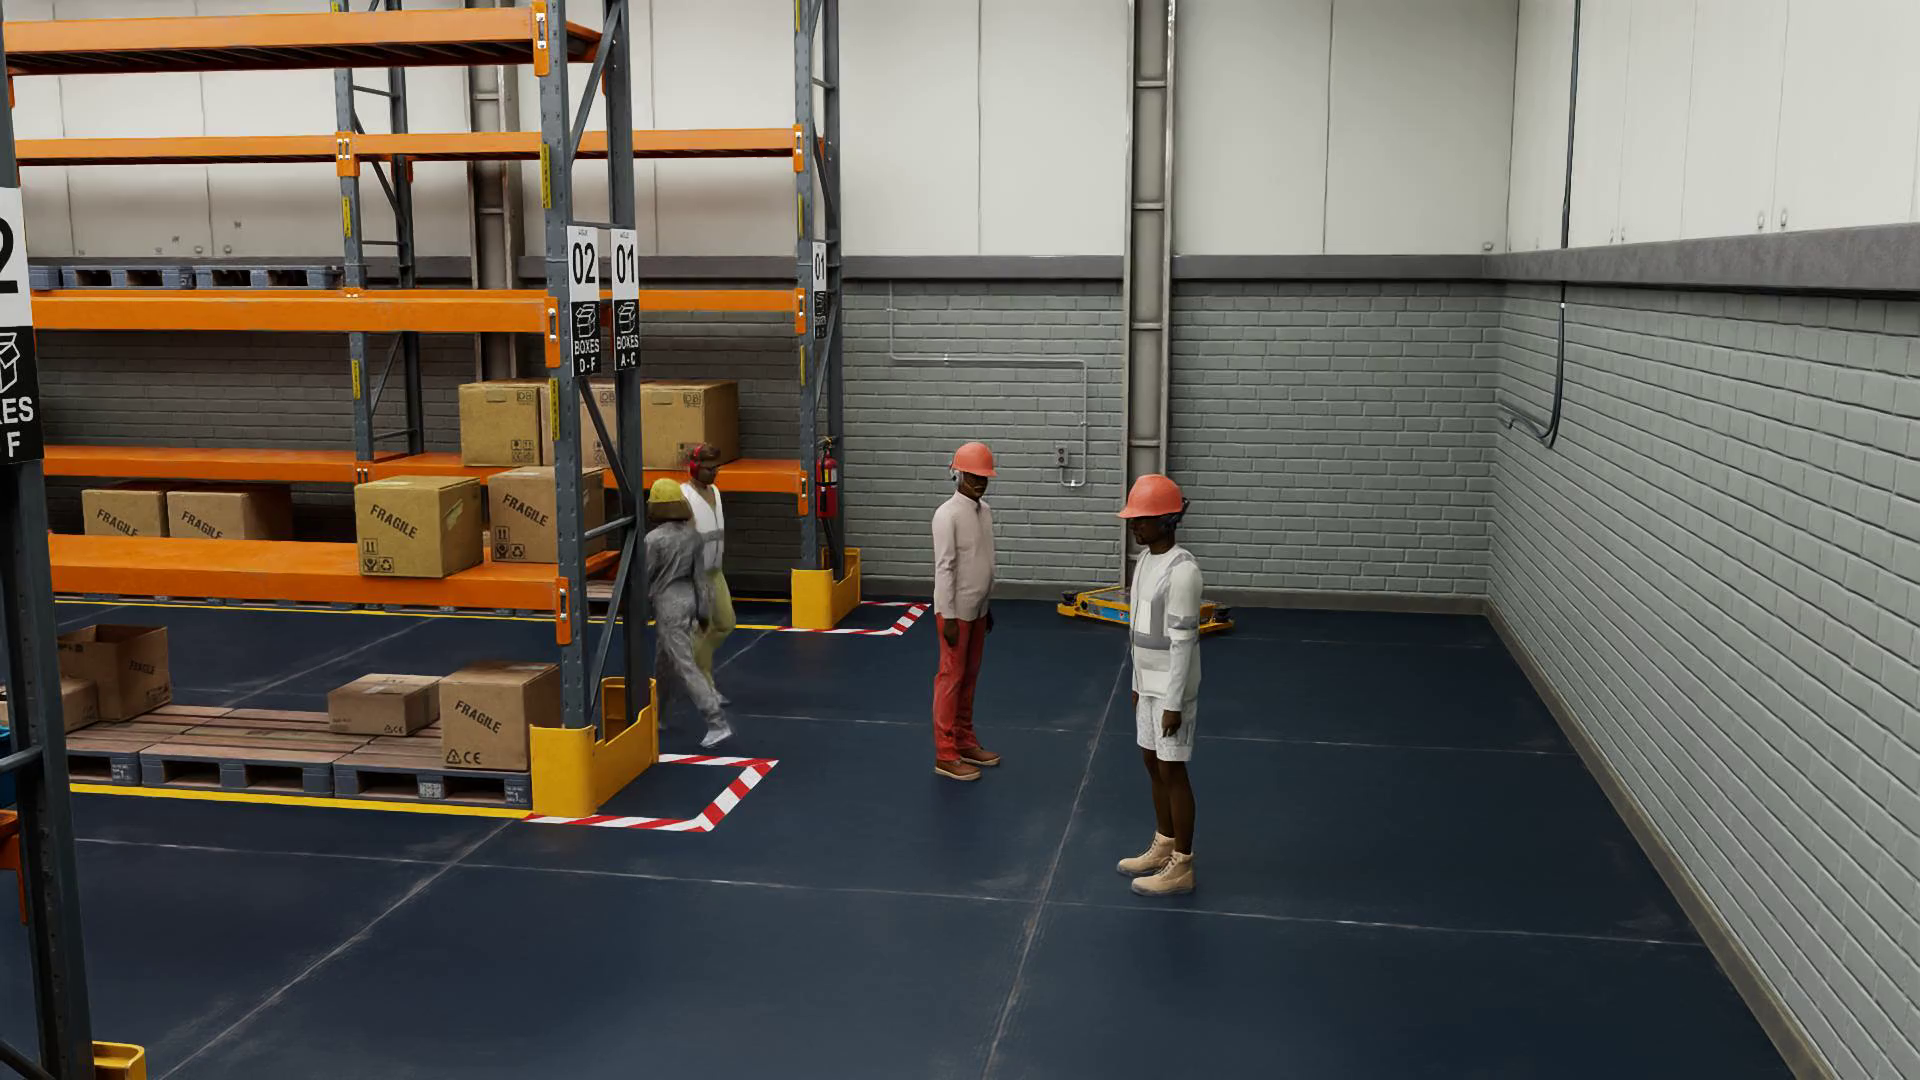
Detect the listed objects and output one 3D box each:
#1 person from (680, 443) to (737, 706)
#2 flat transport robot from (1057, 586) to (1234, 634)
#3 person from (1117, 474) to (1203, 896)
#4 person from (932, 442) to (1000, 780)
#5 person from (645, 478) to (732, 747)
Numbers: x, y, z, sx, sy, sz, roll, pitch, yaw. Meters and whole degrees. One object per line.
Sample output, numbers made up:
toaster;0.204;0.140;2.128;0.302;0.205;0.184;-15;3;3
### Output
person;-1.777;0.236;11.479;0.444;1.824;0.566;4;10;21
flat transport robot;1.561;0.588;14.109;0.652;0.197;1.431;-8;12;-41
person;0.946;0.695;8.020;0.410;2.036;0.601;-3;9;-15
person;0.046;0.409;9.905;0.392;1.990;0.612;4;10;25
person;-1.790;0.448;10.581;0.926;1.693;0.485;5;10;28
